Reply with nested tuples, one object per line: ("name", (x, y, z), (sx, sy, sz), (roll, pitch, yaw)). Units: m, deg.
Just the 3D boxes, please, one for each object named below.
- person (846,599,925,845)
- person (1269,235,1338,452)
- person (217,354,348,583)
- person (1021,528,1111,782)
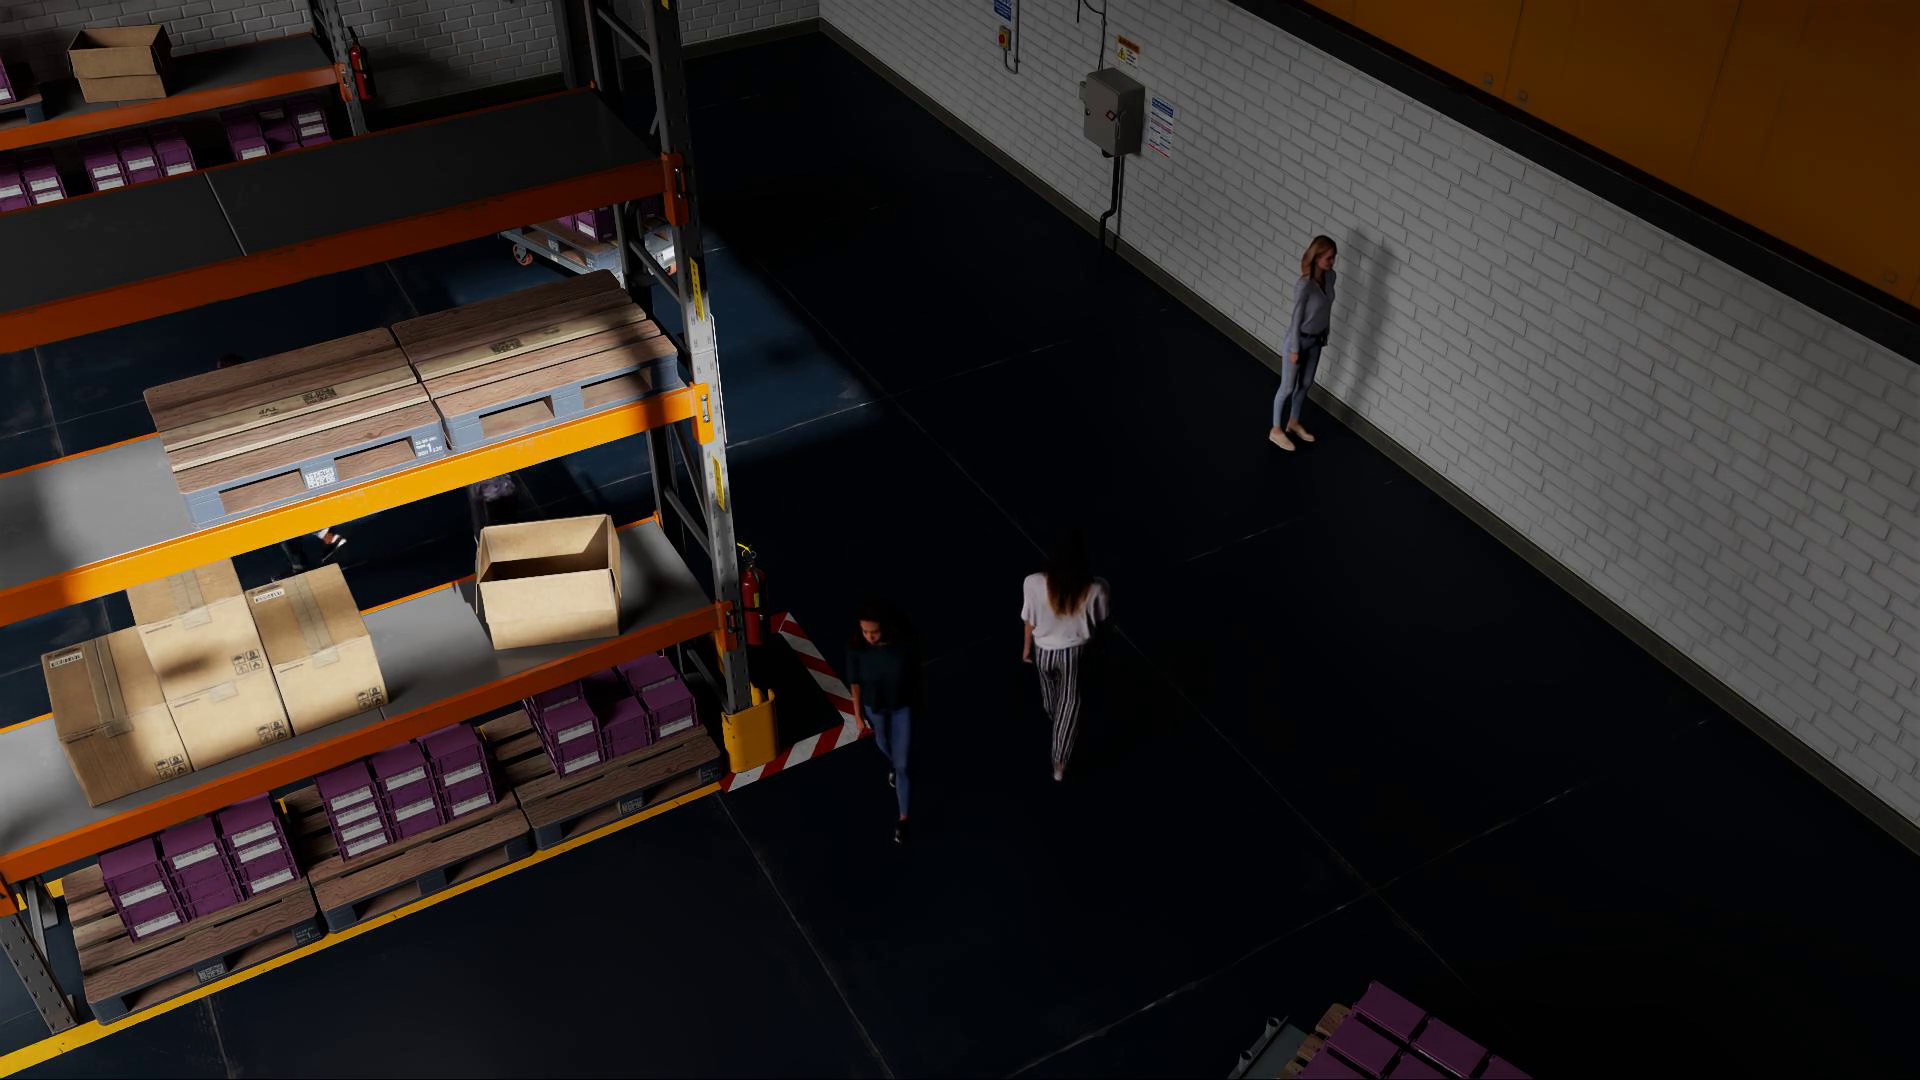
("person", (-0.433, 0.916, 9.770), (1.074, 1.580, 0.977), (-2, 39, -3))
("person", (2.613, -1.506, 12.631), (0.486, 1.794, 0.673), (-26, 46, -29))
("person", (-4.593, -0.464, 11.322), (0.910, 1.800, 0.835), (-7, 39, -9))
("person", (0.621, 0.704, 9.991), (1.138, 1.636, 1.165), (7, 39, 9))
